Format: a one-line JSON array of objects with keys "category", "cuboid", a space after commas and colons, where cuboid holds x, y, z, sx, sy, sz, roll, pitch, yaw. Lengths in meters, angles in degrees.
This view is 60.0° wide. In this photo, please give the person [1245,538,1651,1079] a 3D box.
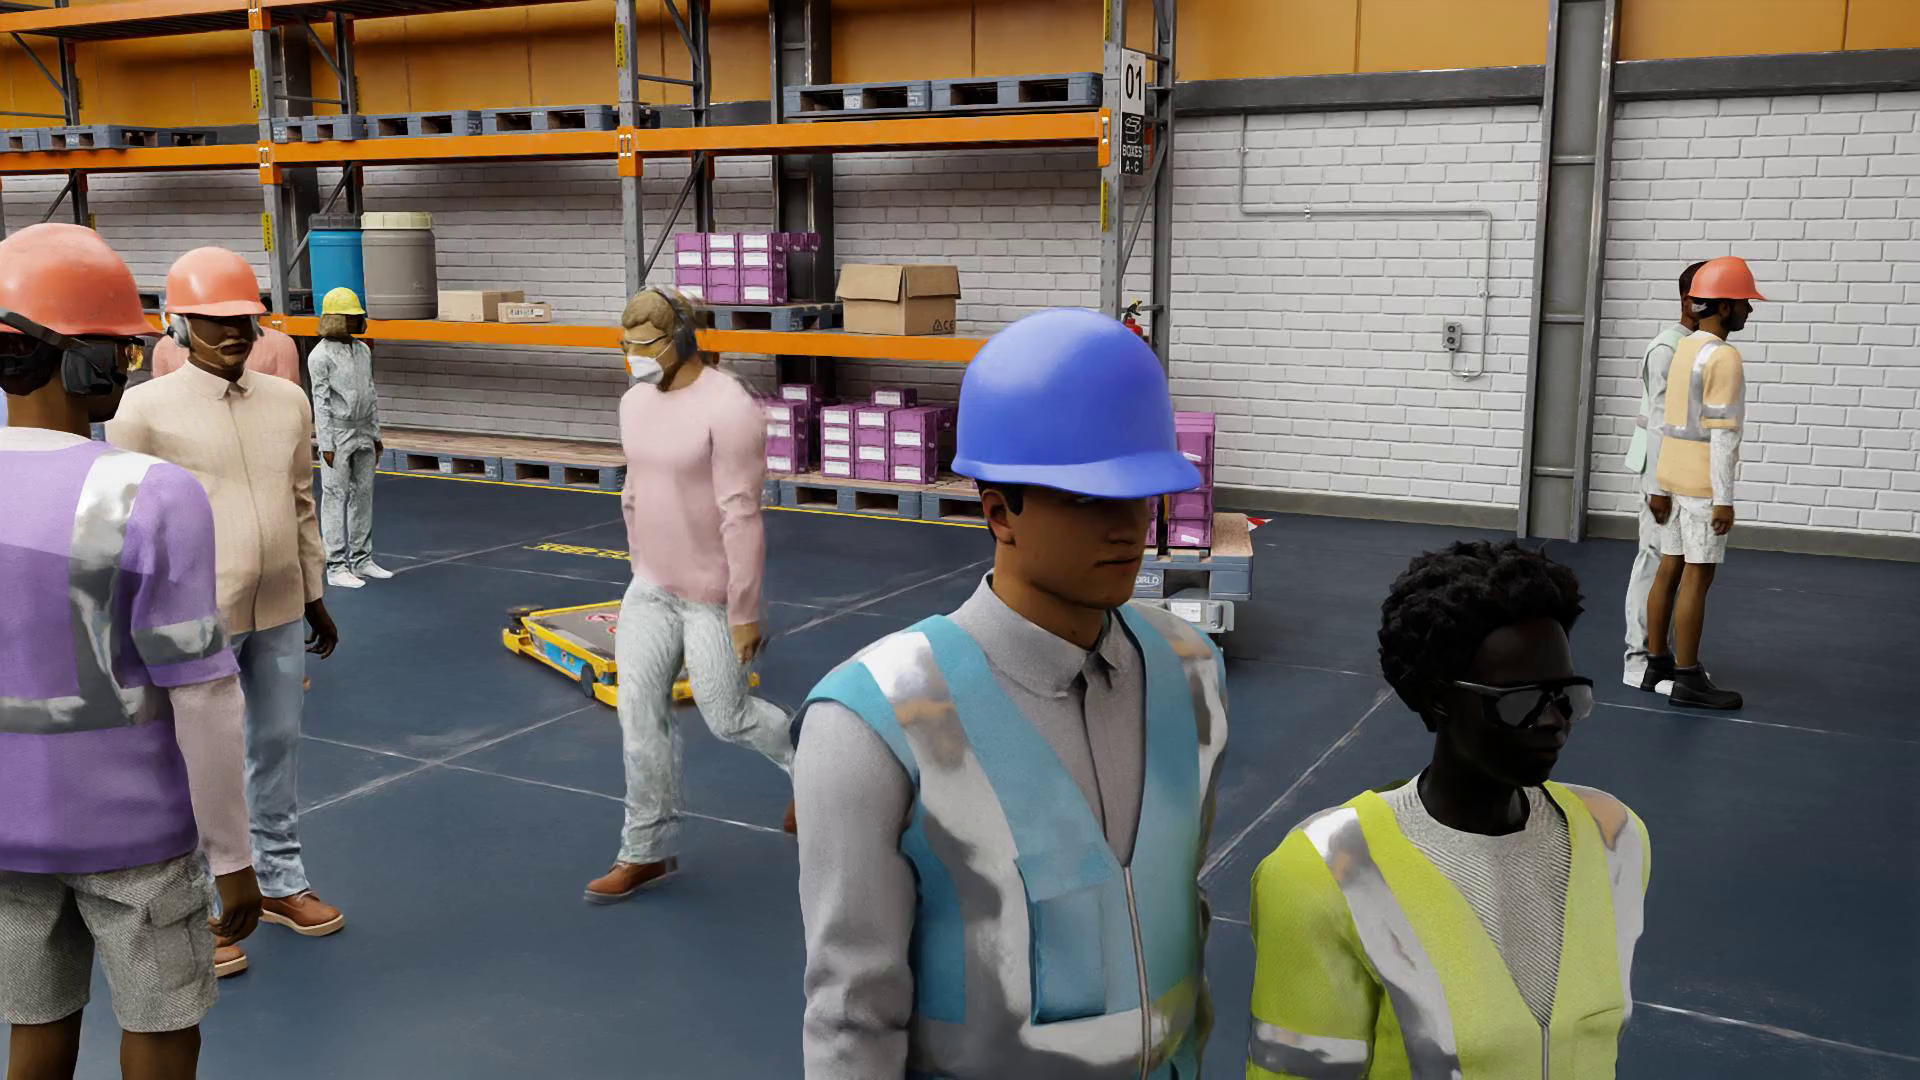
[{"category": "person", "cuboid": [0.569, 0.833, 1.943, 0.535, 1.700, 0.318, -4, 11, -23]}]

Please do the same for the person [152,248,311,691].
[{"category": "person", "cuboid": [-3.169, -0.273, 7.255, 0.645, 1.980, 0.447, -2, 11, -12]}]

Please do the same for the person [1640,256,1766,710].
[{"category": "person", "cuboid": [3.217, -0.246, 7.201, 0.377, 1.938, 0.547, 0, 10, -1]}]

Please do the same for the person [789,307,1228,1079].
[{"category": "person", "cuboid": [0.088, 0.715, 1.902, 0.605, 1.949, 0.401, -9, 13, -40]}]

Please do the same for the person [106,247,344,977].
[{"category": "person", "cuboid": [-2.020, 0.193, 4.637, 0.391, 1.992, 0.623, 6, 12, 32]}]

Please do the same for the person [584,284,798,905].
[{"category": "person", "cuboid": [-0.774, 0.142, 5.211, 0.648, 1.897, 0.891, 9, 13, 39]}]

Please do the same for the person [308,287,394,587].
[{"category": "person", "cuboid": [-3.540, -0.591, 9.657, 0.318, 1.736, 0.486, 4, 11, 19]}]

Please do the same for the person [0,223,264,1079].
[{"category": "person", "cuboid": [-1.502, 0.486, 2.900, 0.616, 2.041, 0.379, 2, 10, 10]}]

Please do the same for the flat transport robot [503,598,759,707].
[{"category": "flat transport robot", "cuboid": [-1.561, 0.492, 7.730, 0.652, 0.197, 1.431, -7, 13, -34]}]

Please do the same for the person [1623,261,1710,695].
[{"category": "person", "cuboid": [3.213, -0.282, 7.465, 0.395, 1.916, 0.590, 9, 14, 41]}]
